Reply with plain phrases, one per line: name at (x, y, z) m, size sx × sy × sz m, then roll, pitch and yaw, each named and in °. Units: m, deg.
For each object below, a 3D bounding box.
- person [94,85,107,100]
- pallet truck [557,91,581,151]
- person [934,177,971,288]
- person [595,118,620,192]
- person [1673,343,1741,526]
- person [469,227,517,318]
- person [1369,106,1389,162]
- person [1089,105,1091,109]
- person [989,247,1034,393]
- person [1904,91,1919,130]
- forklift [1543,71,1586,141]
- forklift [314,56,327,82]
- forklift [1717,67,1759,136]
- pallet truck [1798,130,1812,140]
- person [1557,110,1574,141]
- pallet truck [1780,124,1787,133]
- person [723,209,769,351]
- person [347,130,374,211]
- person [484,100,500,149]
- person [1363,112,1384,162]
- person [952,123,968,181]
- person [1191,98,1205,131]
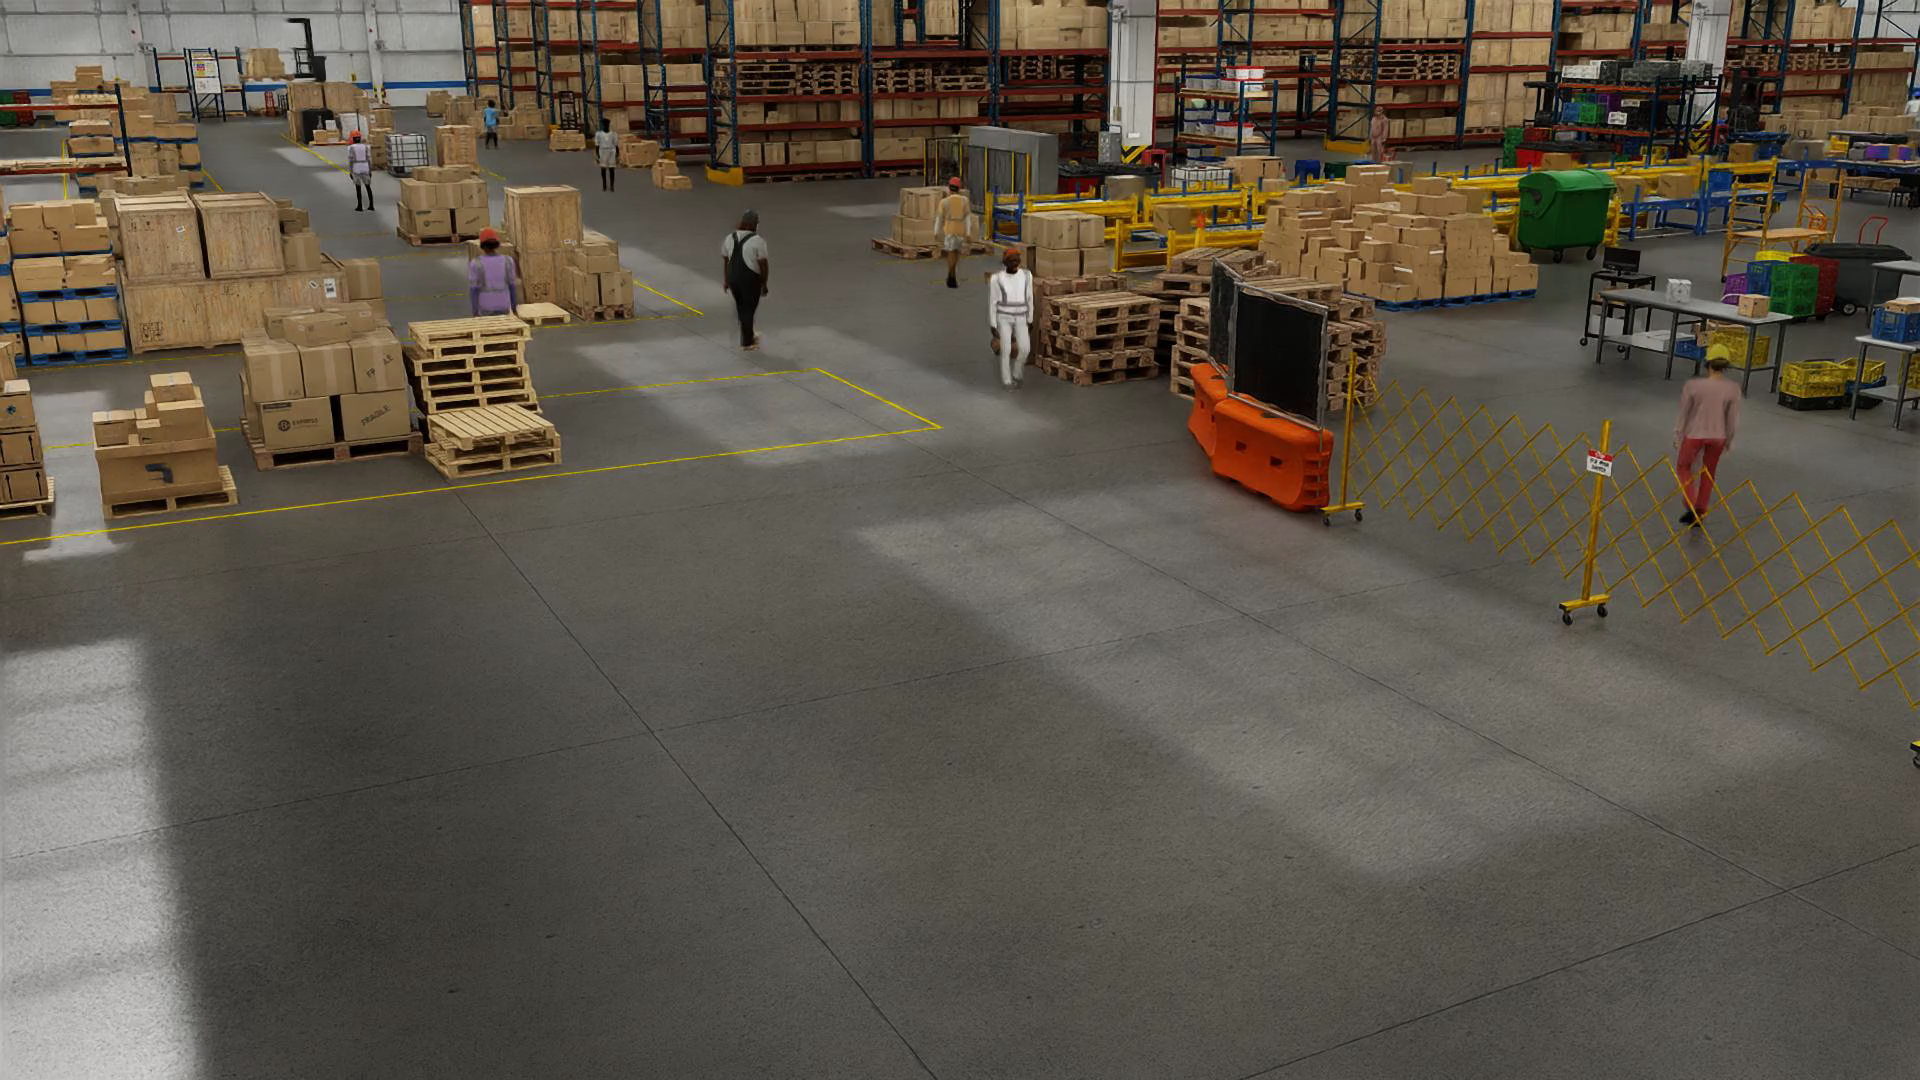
person at (-33.171, -16.580, 64.160) m, size 0.625 × 1.871 × 0.748 m, roll 4°, pitch 18°, yaw 14°
pallet truck at (-13.495, -14.412, 57.188) m, size 0.823 × 1.965 × 1.885 m, roll -3°, pitch 18°, yaw -9°
person at (-0.117, -5.421, 29.315) m, size 0.617 × 1.891 × 0.798 m, roll -5°, pitch 18°, yaw -15°
person at (-9.351, -10.216, 44.181) m, size 0.628 × 1.943 × 0.572 m, roll -4°, pitch 18°, yaw -12°
person at (7.030, -0.983, 15.703) m, size 0.551 × 1.752 × 0.376 m, roll 3°, pitch 18°, yaw 10°
person at (-6.092, -3.082, 21.827) m, size 0.612 × 2.025 × 0.709 m, roll -11°, pitch 21°, yaw -30°
person at (12.561, -12.072, 50.062) m, size 0.396 × 1.901 × 0.643 m, roll -10°, pitch 21°, yaw -29°
person at (4.663, -15.479, 60.684) m, size 0.858 × 1.882 × 0.718 m, roll 5°, pitch 19°, yaw 16°
person at (0.670, -2.782, 21.135) m, size 0.615 × 1.866 × 0.467 m, roll -6°, pitch 19°, yaw -17°
person at (33.671, -14.856, 58.687) m, size 0.633 × 1.925 × 0.448 m, roll 15°, pitch 23°, yaw 39°
forklift at (18.685, -13.231, 52.085) m, size 1.873 × 2.768 × 1.129 m, roll -9°, pitch 20°, yaw -26°
forklift at (-26.219, -18.484, 68.460) m, size 1.873 × 2.768 × 1.129 m, roll -9°, pitch 20°, yaw -26°
forklift at (26.296, -14.510, 56.071) m, size 1.129 × 2.768 × 1.873 m, roll -9°, pitch 20°, yaw -26°
pallet truck at (25.526, -11.556, 49.408) m, size 1.630 × 1.274 × 0.653 m, roll -9°, pitch 20°, yaw -26°
person at (18.359, -12.173, 50.559) m, size 0.940 × 1.787 × 0.615 m, roll -10°, pitch 20°, yaw -28°
pallet truck at (25.206, -12.542, 52.601) m, size 1.601 × 1.201 × 0.680 m, roll 0°, pitch 18°, yaw -2°
person at (-3.020, -3.785, 23.989) m, size 0.700 × 2.000 × 0.827 m, roll 11°, pitch 21°, yaw 30°
person at (-14.513, -8.935, 40.235) m, size 0.542 × 1.928 × 0.399 m, roll -13°, pitch 22°, yaw -35°
person at (-16.239, -14.388, 57.642) m, size 0.602 × 1.657 × 0.347 m, roll 6°, pitch 19°, yaw 19°
person at (13.116, -12.694, 52.464) m, size 0.635 × 1.612 × 0.500 m, roll 2°, pitch 18°, yaw 7°
person at (0.002, -10.741, 46.273) m, size 0.717 × 1.665 × 0.594 m, roll -5°, pitch 18°, yaw -15°
person at (8.819, -15.748, 61.657) m, size 0.572 × 1.818 × 0.886 m, roll -8°, pitch 19°, yaw -22°
